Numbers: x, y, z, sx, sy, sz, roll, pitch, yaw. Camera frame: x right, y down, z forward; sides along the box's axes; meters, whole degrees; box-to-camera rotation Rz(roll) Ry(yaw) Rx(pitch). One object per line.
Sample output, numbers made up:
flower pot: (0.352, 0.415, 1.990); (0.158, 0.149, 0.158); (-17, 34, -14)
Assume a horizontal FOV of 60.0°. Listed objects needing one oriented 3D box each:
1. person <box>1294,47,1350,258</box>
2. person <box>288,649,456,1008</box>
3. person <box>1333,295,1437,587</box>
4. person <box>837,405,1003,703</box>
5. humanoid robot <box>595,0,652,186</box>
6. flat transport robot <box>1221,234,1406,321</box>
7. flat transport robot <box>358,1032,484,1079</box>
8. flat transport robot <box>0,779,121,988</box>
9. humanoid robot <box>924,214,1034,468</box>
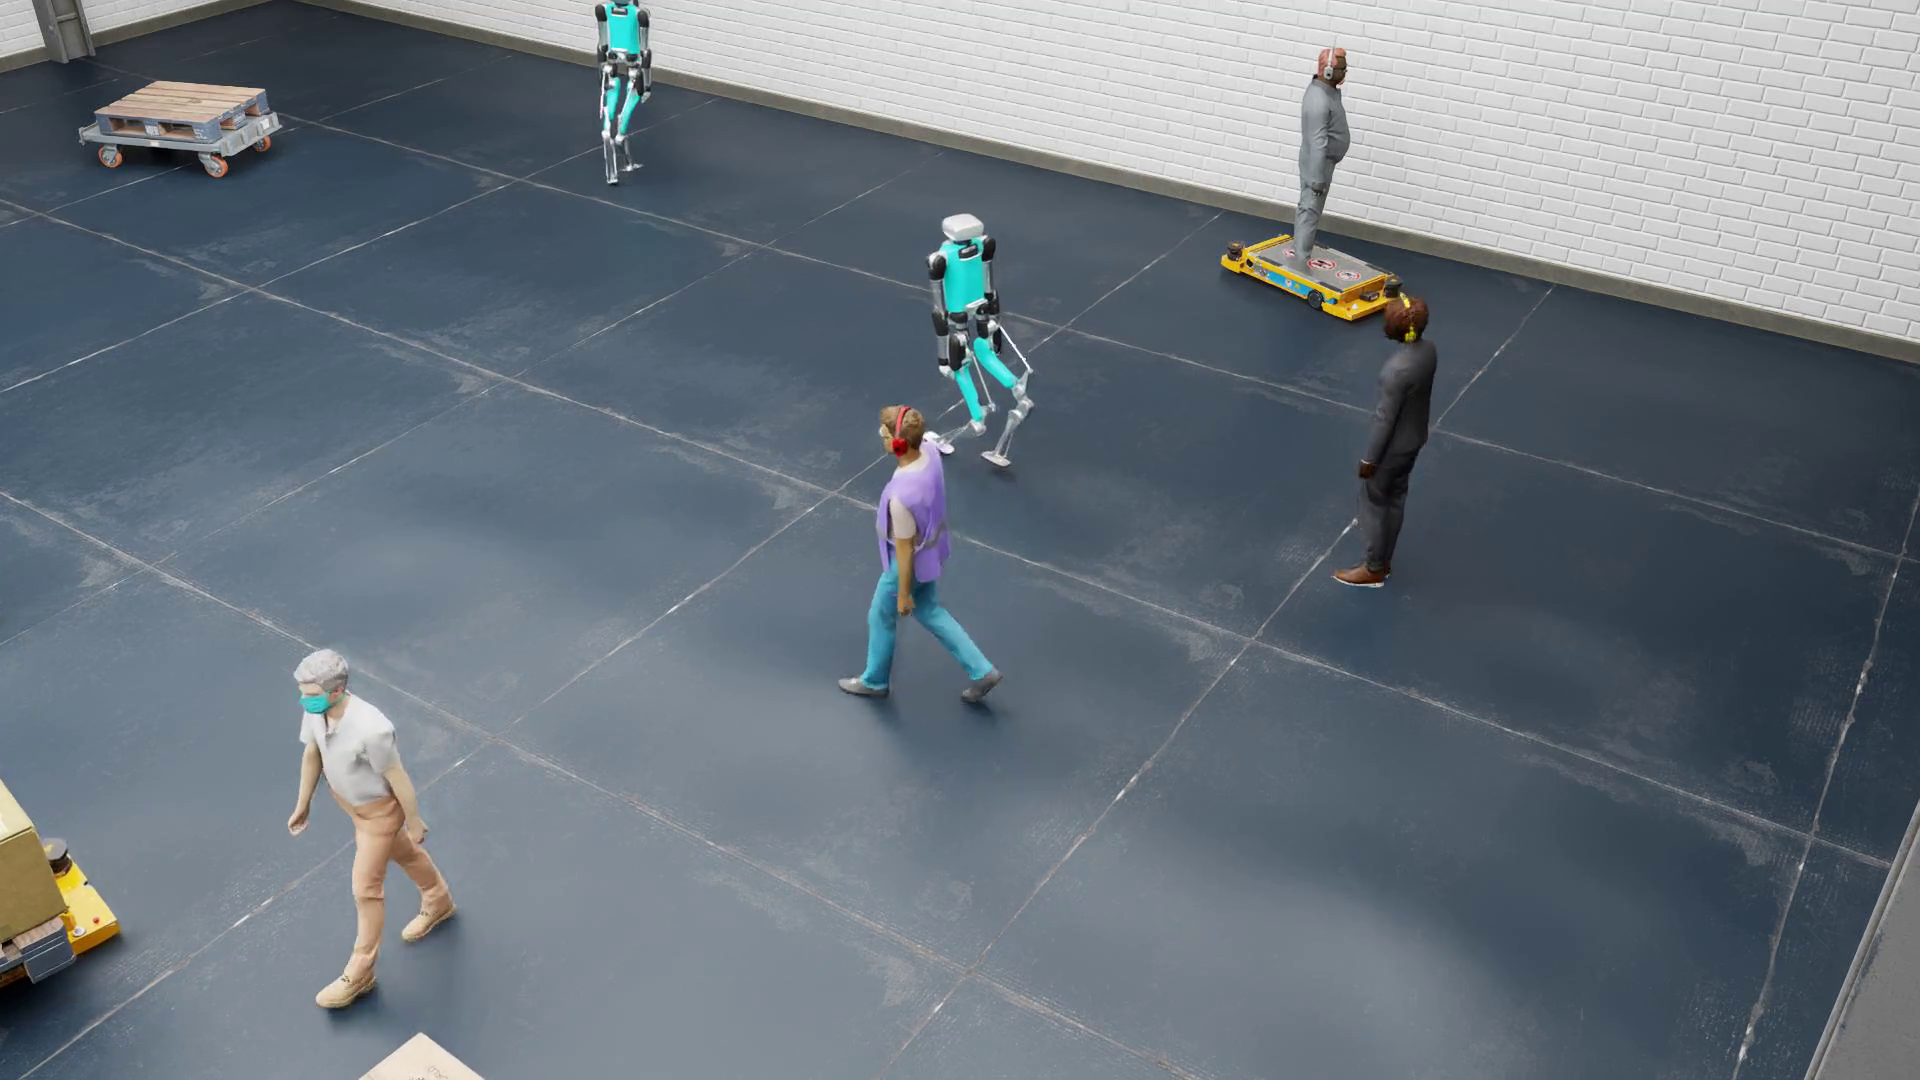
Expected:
person: (2.917, -3.026, 13.451); (0.414, 1.908, 0.642); (6, 33, 9)
person: (-2.602, 1.189, 7.078); (0.467, 1.707, 0.863); (25, 40, 33)
person: (2.531, -0.567, 9.670); (0.332, 1.863, 0.552); (25, 40, 33)
person: (-0.215, 0.112, 8.656); (0.858, 1.812, 0.574); (10, 34, 15)
humanoid robot: (-3.184, -4.124, 15.398); (0.562, 1.853, 0.802); (8, 34, 12)
flat transport robot: (2.891, -2.190, 13.664); (0.659, 0.231, 1.431); (-23, 39, -31)
flat transport robot: (-1.904, 2.765, 5.953); (0.659, 0.231, 1.431); (22, 39, 31)
flat transport robot: (-4.577, 1.869, 7.347); (1.431, 0.231, 0.659); (-28, 42, -36)
humanoid robot: (0.148, -1.210, 10.780); (0.544, 1.729, 0.994); (-26, 41, -34)
